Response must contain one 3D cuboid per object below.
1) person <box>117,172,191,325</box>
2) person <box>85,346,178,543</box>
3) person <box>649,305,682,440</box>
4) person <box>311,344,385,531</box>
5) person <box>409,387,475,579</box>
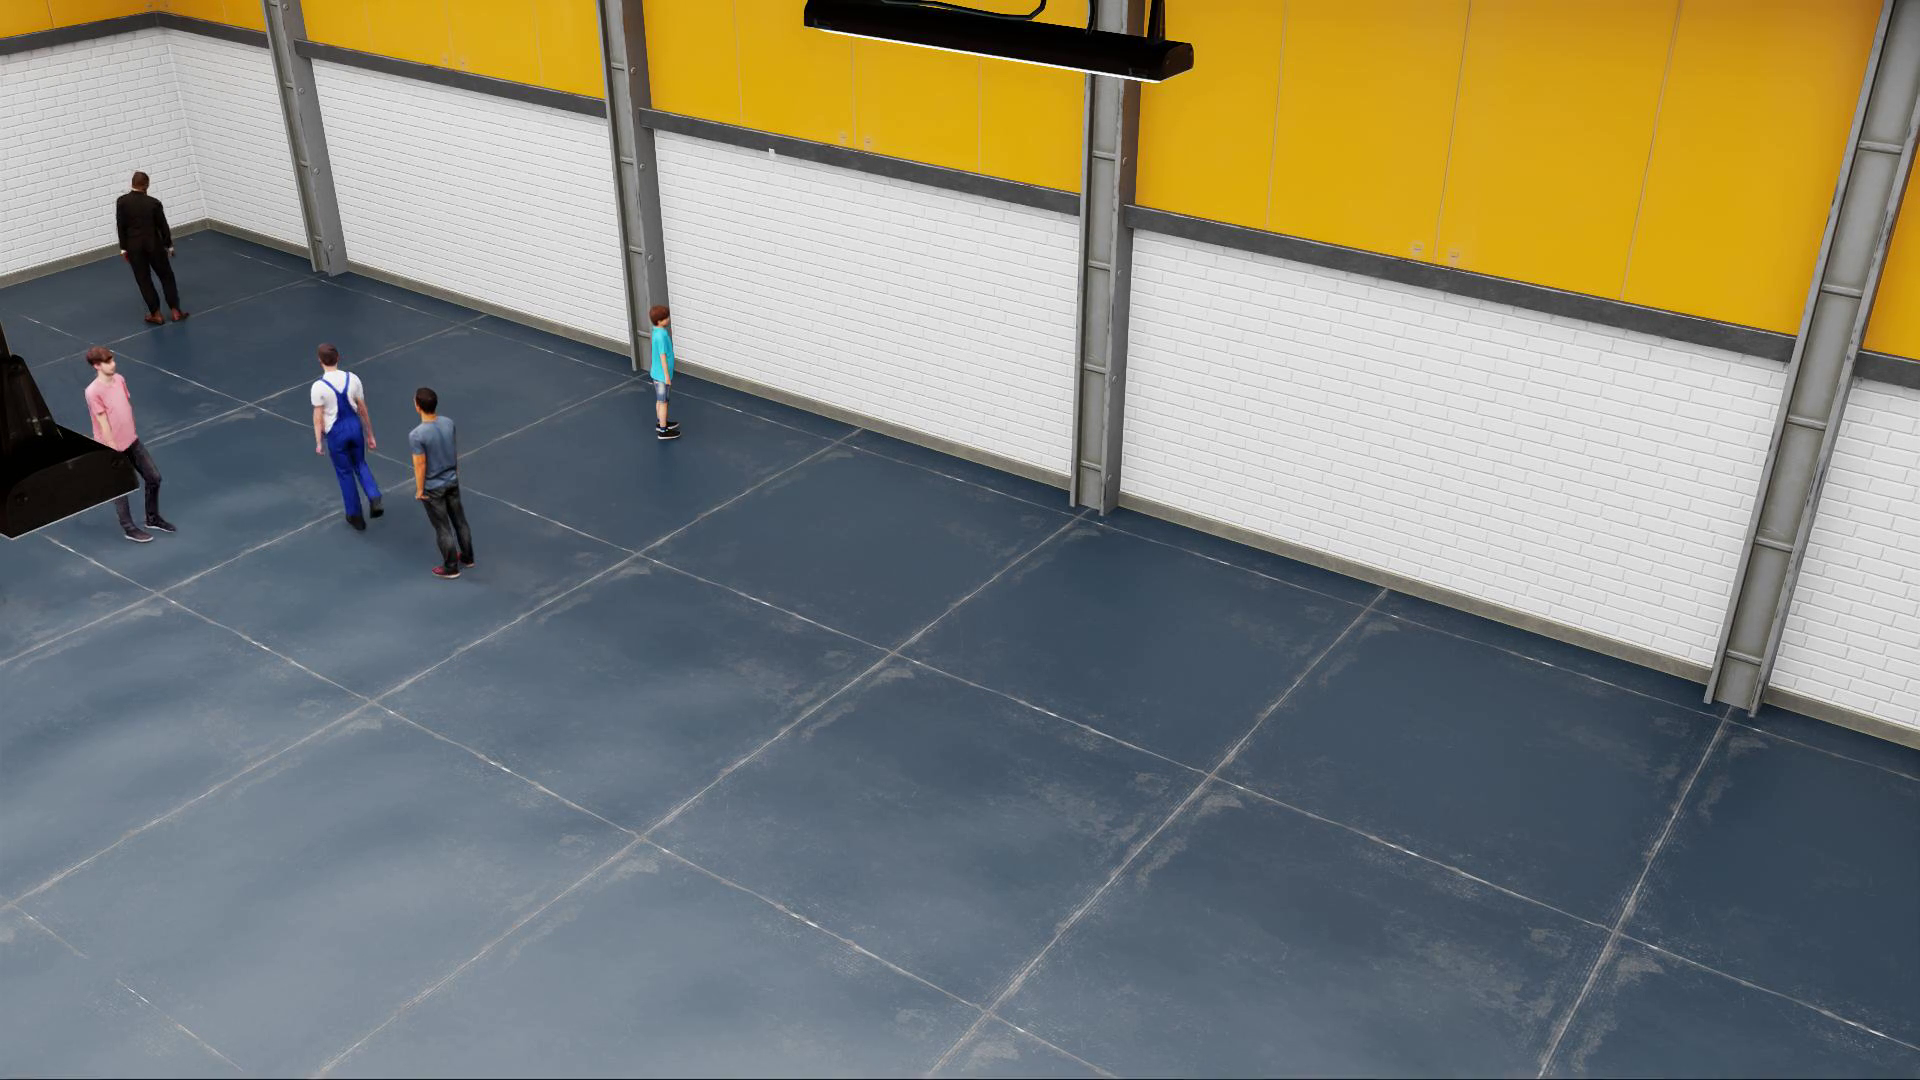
[{"bbox_3d":[-9.990,-3.562,20.361,0.871,1.883,0.864,-24,37,-37],"label":"person"},{"bbox_3d":[-7.853,-0.874,15.370,0.764,1.943,0.732,8,30,15],"label":"person"},{"bbox_3d":[-3.158,-1.792,17.570,0.648,1.448,0.571,-8,30,-14],"label":"person"},{"bbox_3d":[-5.712,-0.930,15.587,0.806,1.834,0.722,25,37,38],"label":"person"},{"bbox_3d":[-4.645,-0.520,14.861,0.552,1.810,0.665,15,32,26],"label":"person"}]
